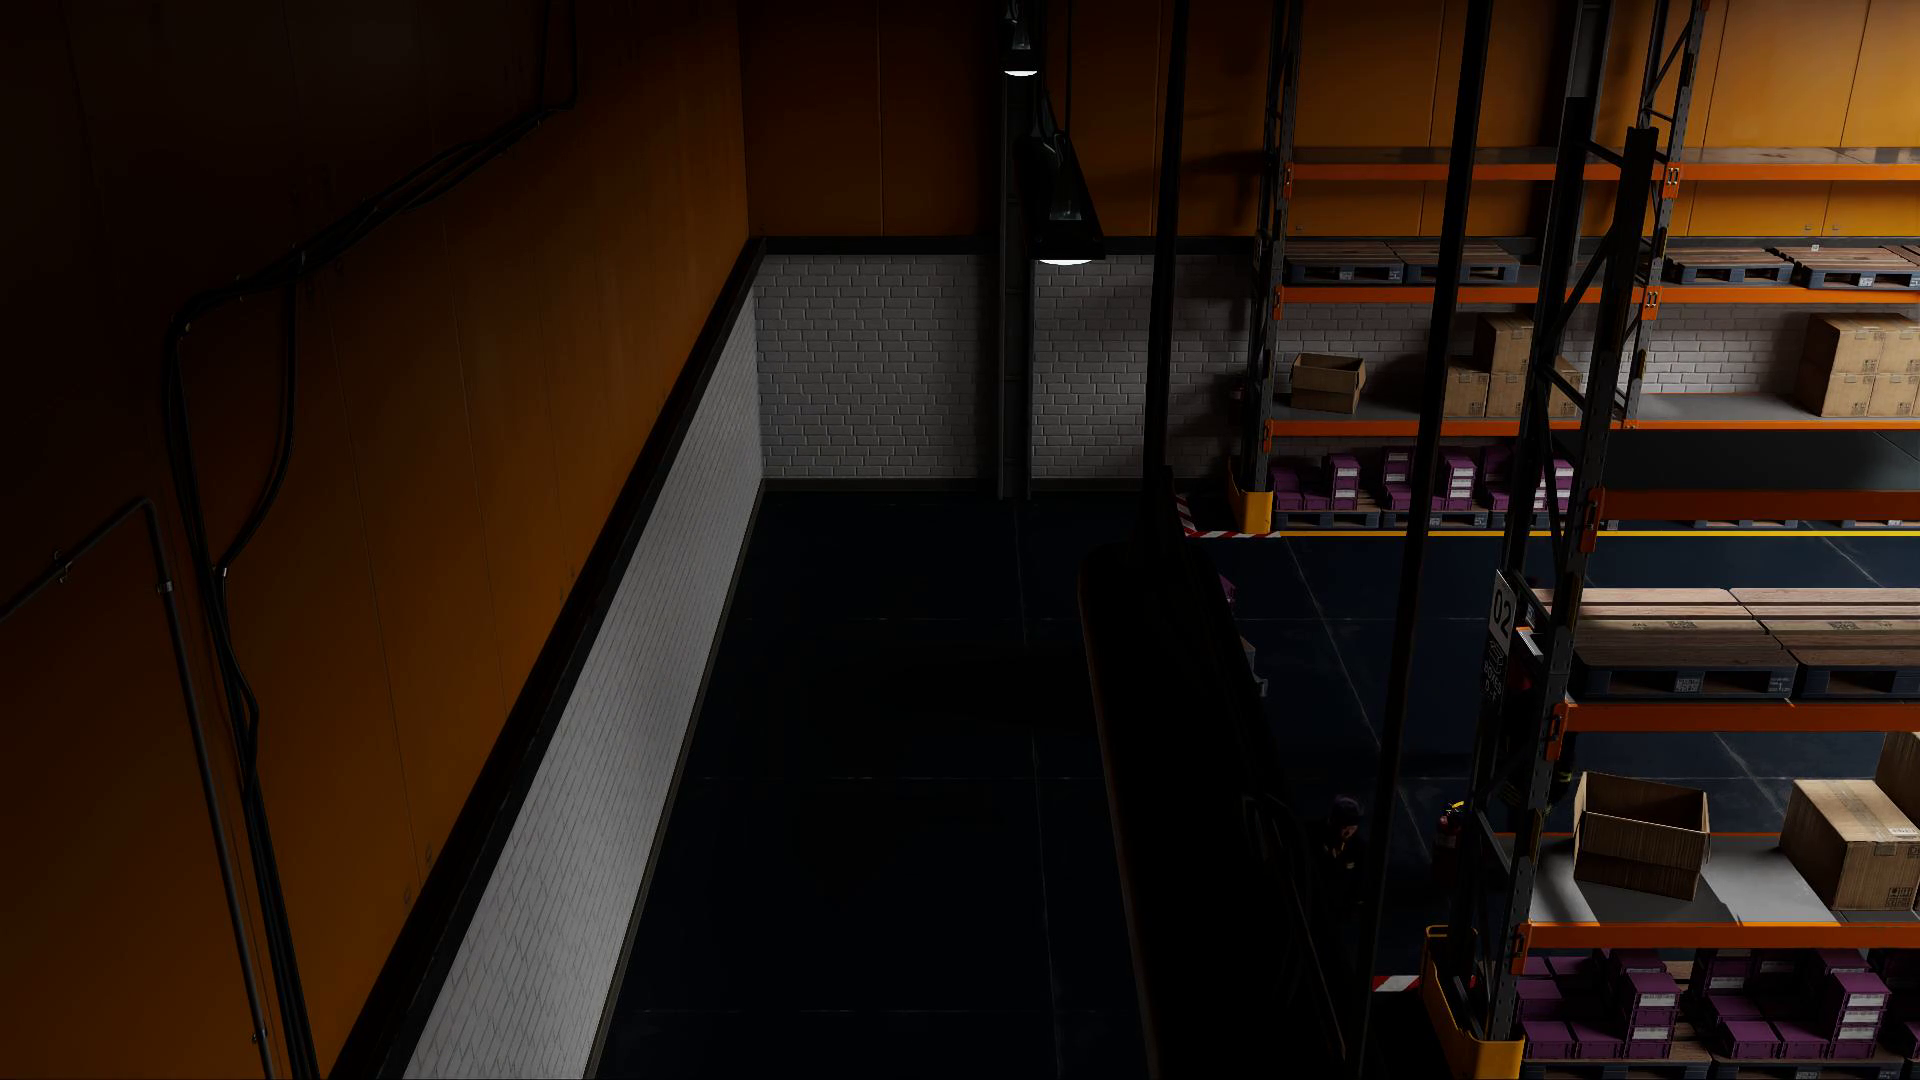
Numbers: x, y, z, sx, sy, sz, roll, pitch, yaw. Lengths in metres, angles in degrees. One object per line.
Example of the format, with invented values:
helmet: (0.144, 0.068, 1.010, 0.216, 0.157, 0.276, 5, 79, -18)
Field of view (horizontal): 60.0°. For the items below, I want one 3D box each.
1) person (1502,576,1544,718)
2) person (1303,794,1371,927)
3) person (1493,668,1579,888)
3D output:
person: (4.577, 1.096, 13.851, 0.738, 1.696, 0.717, -8, 25, -18)
person: (2.423, 2.357, 11.042, 0.981, 1.635, 0.957, 8, 25, 18)
person: (4.323, 1.693, 12.347, 0.920, 1.806, 0.881, -10, 26, -23)
